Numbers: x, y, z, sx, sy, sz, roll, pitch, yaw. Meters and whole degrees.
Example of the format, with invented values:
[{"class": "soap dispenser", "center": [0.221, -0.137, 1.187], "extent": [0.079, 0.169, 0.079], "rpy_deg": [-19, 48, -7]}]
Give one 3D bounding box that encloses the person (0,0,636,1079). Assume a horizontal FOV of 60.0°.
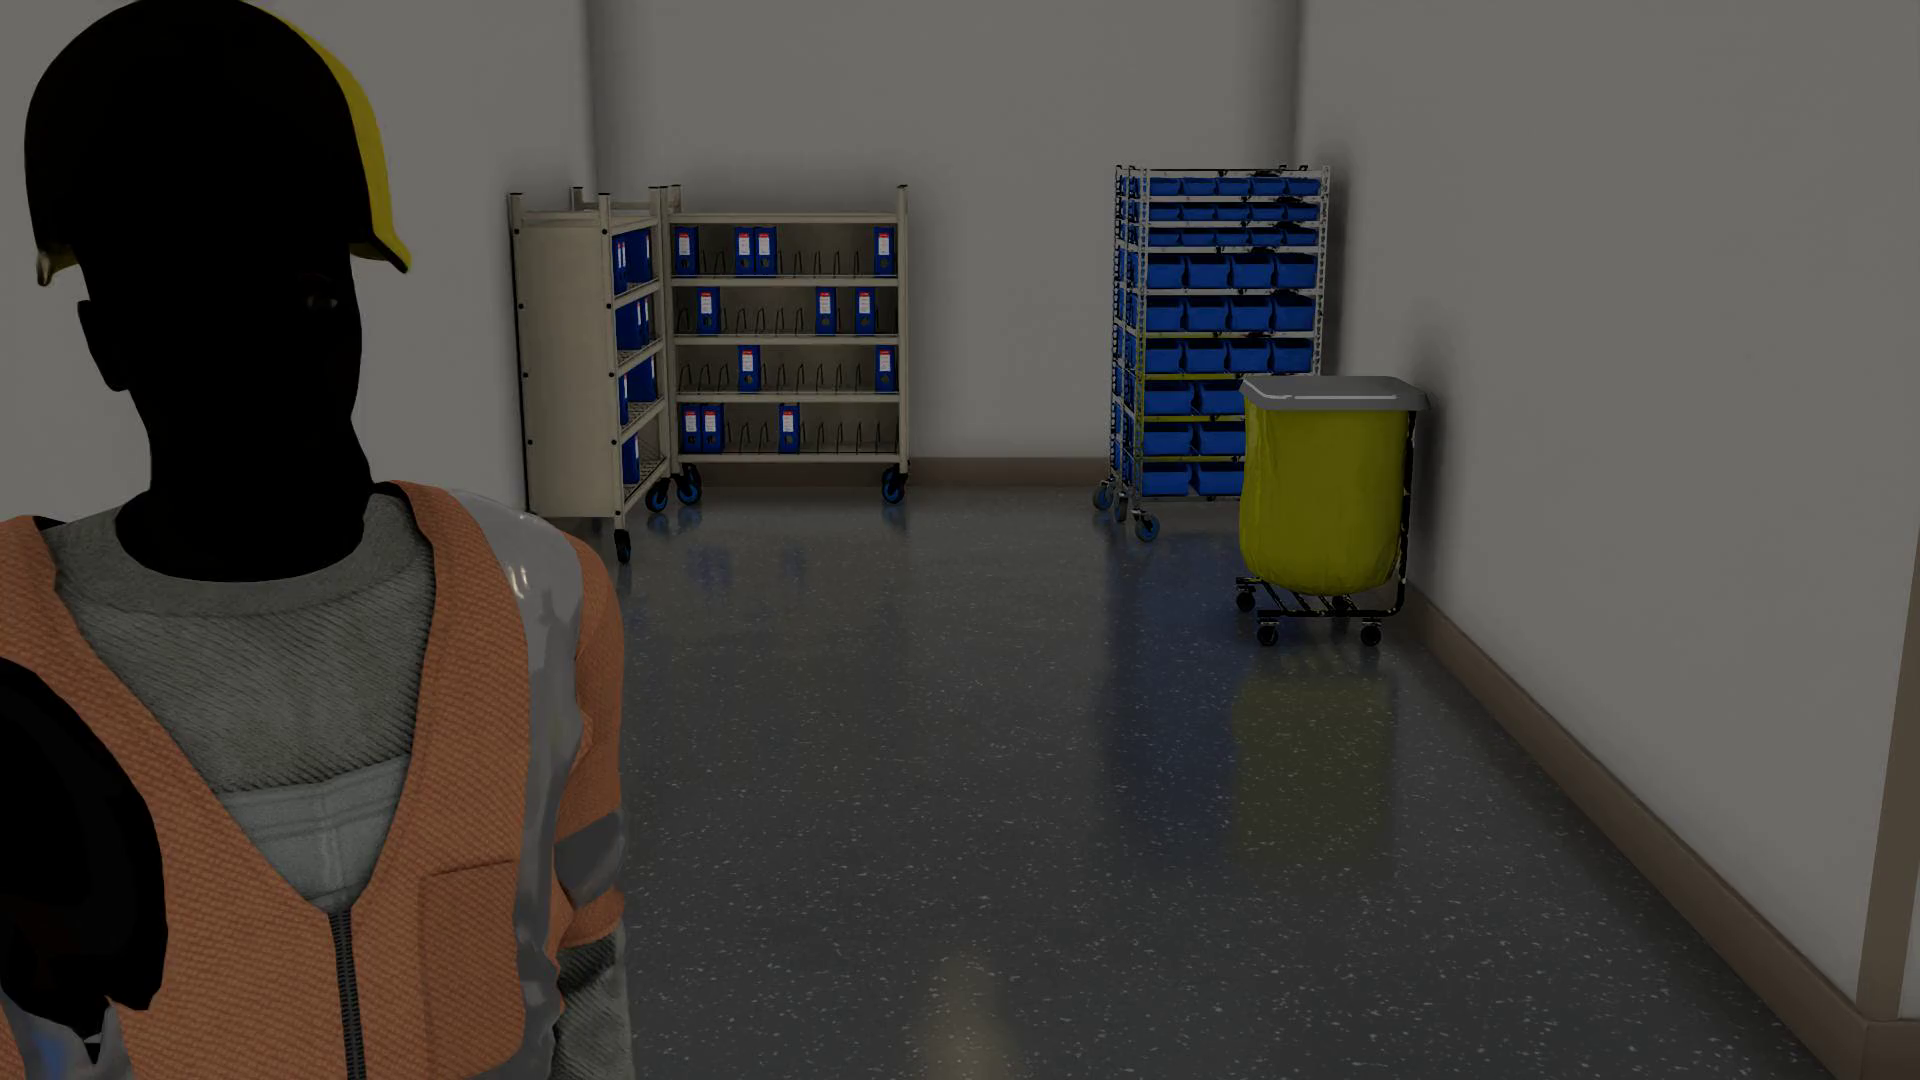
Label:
[{"class": "person", "center": [-0.475, 0.604, 1.243], "extent": [0.585, 1.929, 0.370], "rpy_deg": [-11, 17, -39]}]
